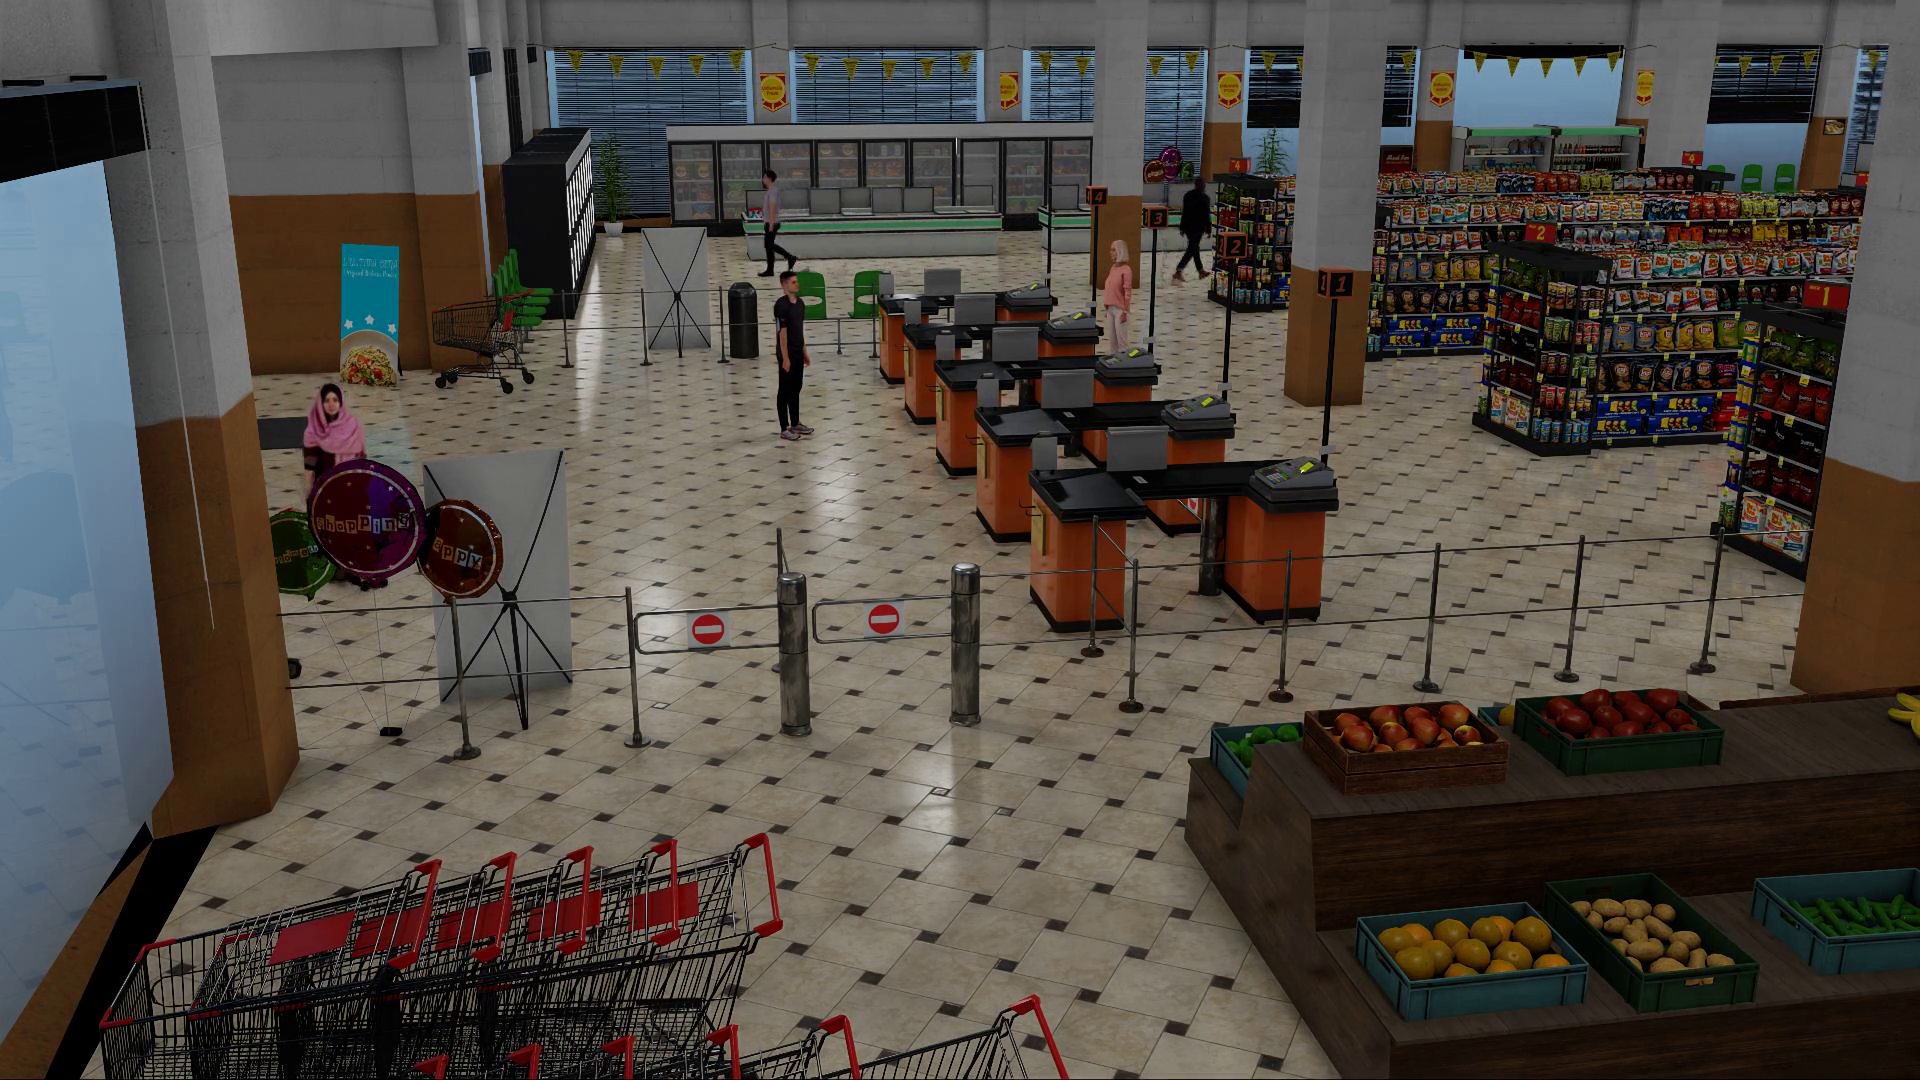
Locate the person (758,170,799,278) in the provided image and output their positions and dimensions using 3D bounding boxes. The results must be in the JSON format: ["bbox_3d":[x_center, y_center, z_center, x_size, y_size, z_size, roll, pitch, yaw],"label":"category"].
[{"bbox_3d":[-3.227,-5.567,29.322,0.940,1.848,0.673,-2,17,-7],"label":"person"}]

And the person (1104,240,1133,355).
[{"bbox_3d":[1.959,-2.842,20.558,0.631,1.726,0.665,-9,19,-27],"label":"person"}]

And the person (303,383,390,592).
[{"bbox_3d":[-4.781,-0.404,12.756,1.079,1.592,0.939,-10,20,-30],"label":"person"}]

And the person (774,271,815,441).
[{"bbox_3d":[-1.790,-1.965,17.607,0.738,1.761,0.719,7,18,23],"label":"person"}]

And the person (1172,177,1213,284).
[{"bbox_3d":[3.950,-5.291,28.536,1.337,1.775,1.054,-11,20,-33],"label":"person"}]
